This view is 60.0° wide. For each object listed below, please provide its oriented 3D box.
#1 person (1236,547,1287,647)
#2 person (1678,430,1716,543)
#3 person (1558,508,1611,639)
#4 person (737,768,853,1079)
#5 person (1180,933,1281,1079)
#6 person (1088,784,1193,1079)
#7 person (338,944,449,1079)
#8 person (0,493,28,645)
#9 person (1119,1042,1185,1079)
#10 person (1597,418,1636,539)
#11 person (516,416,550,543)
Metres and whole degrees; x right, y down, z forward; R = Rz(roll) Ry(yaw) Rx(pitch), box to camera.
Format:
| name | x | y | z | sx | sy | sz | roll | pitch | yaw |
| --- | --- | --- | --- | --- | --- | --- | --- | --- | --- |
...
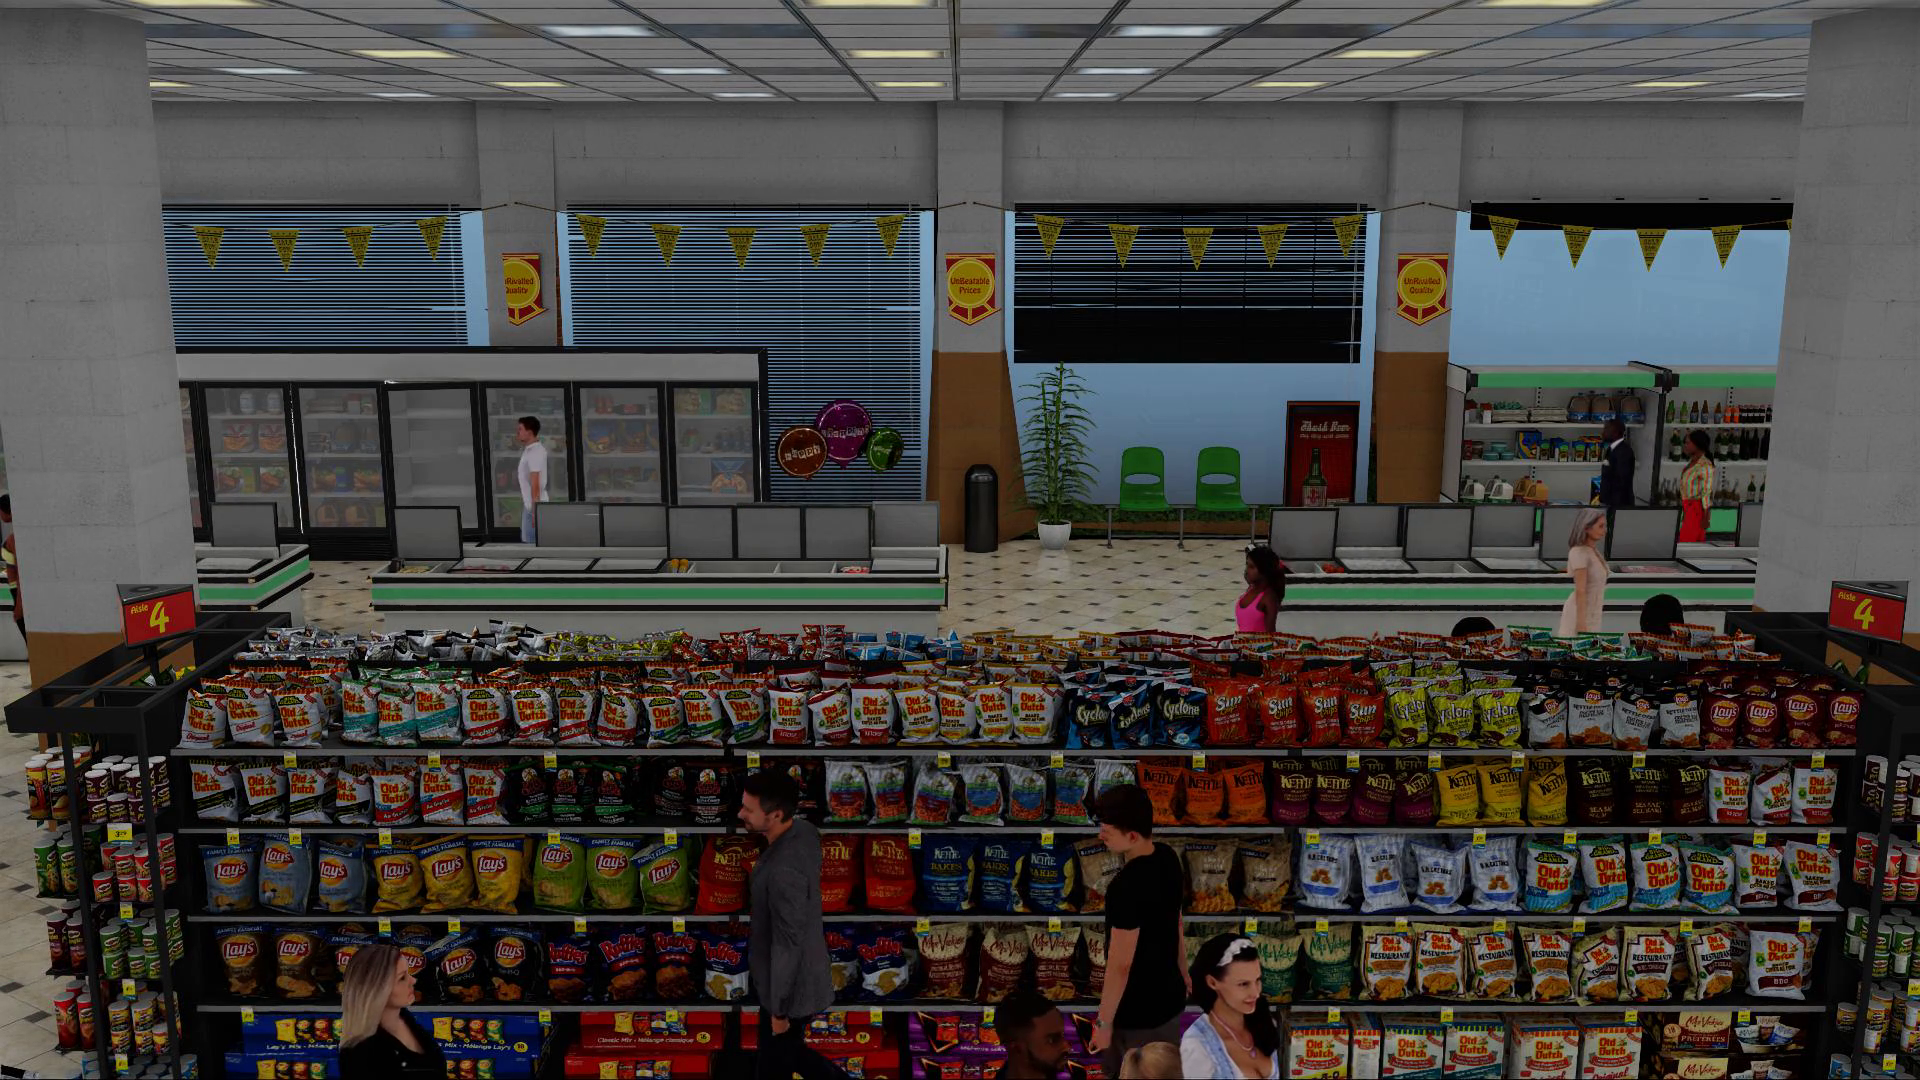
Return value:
| name | x | y | z | sx | sy | sz | roll | pitch | yaw |
| --- | --- | --- | --- | --- | --- | --- | --- | --- | --- |
| person | 2.098 | 0.877 | 11.256 | 0.690 | 1.715 | 0.668 | -4 | 12 | -17 |
| person | 7.209 | -0.164 | 16.082 | 1.094 | 1.763 | 0.641 | 1 | 12 | 5 |
| person | 4.651 | 0.610 | 12.474 | 0.697 | 1.735 | 0.687 | 6 | 13 | 25 |
| person | -0.597 | 1.777 | 6.652 | 0.898 | 1.850 | 0.748 | 1 | 12 | 5 |
| person | 0.826 | 2.089 | 5.256 | 0.919 | 1.816 | 0.860 | 11 | 16 | 43 |
| person | 0.798 | 1.845 | 6.447 | 1.268 | 1.801 | 1.052 | 6 | 13 | 26 |
| person | -1.929 | 2.126 | 5.439 | 1.028 | 1.667 | 0.641 | -1 | 12 | -3 |
| person | -7.283 | 0.478 | 13.054 | 0.551 | 1.754 | 0.598 | -2 | 12 | -9 |
| person | 0.669 | 2.289 | 5.615 | 0.543 | 1.275 | 0.510 | 2 | 12 | 8 |
| person | 6.650 | -0.309 | 16.659 | 0.771 | 1.808 | 0.784 | 5 | 13 | 23 |
| person | -4.159 | -0.319 | 16.644 | 0.985 | 1.835 | 0.720 | -1 | 12 | -7 |
